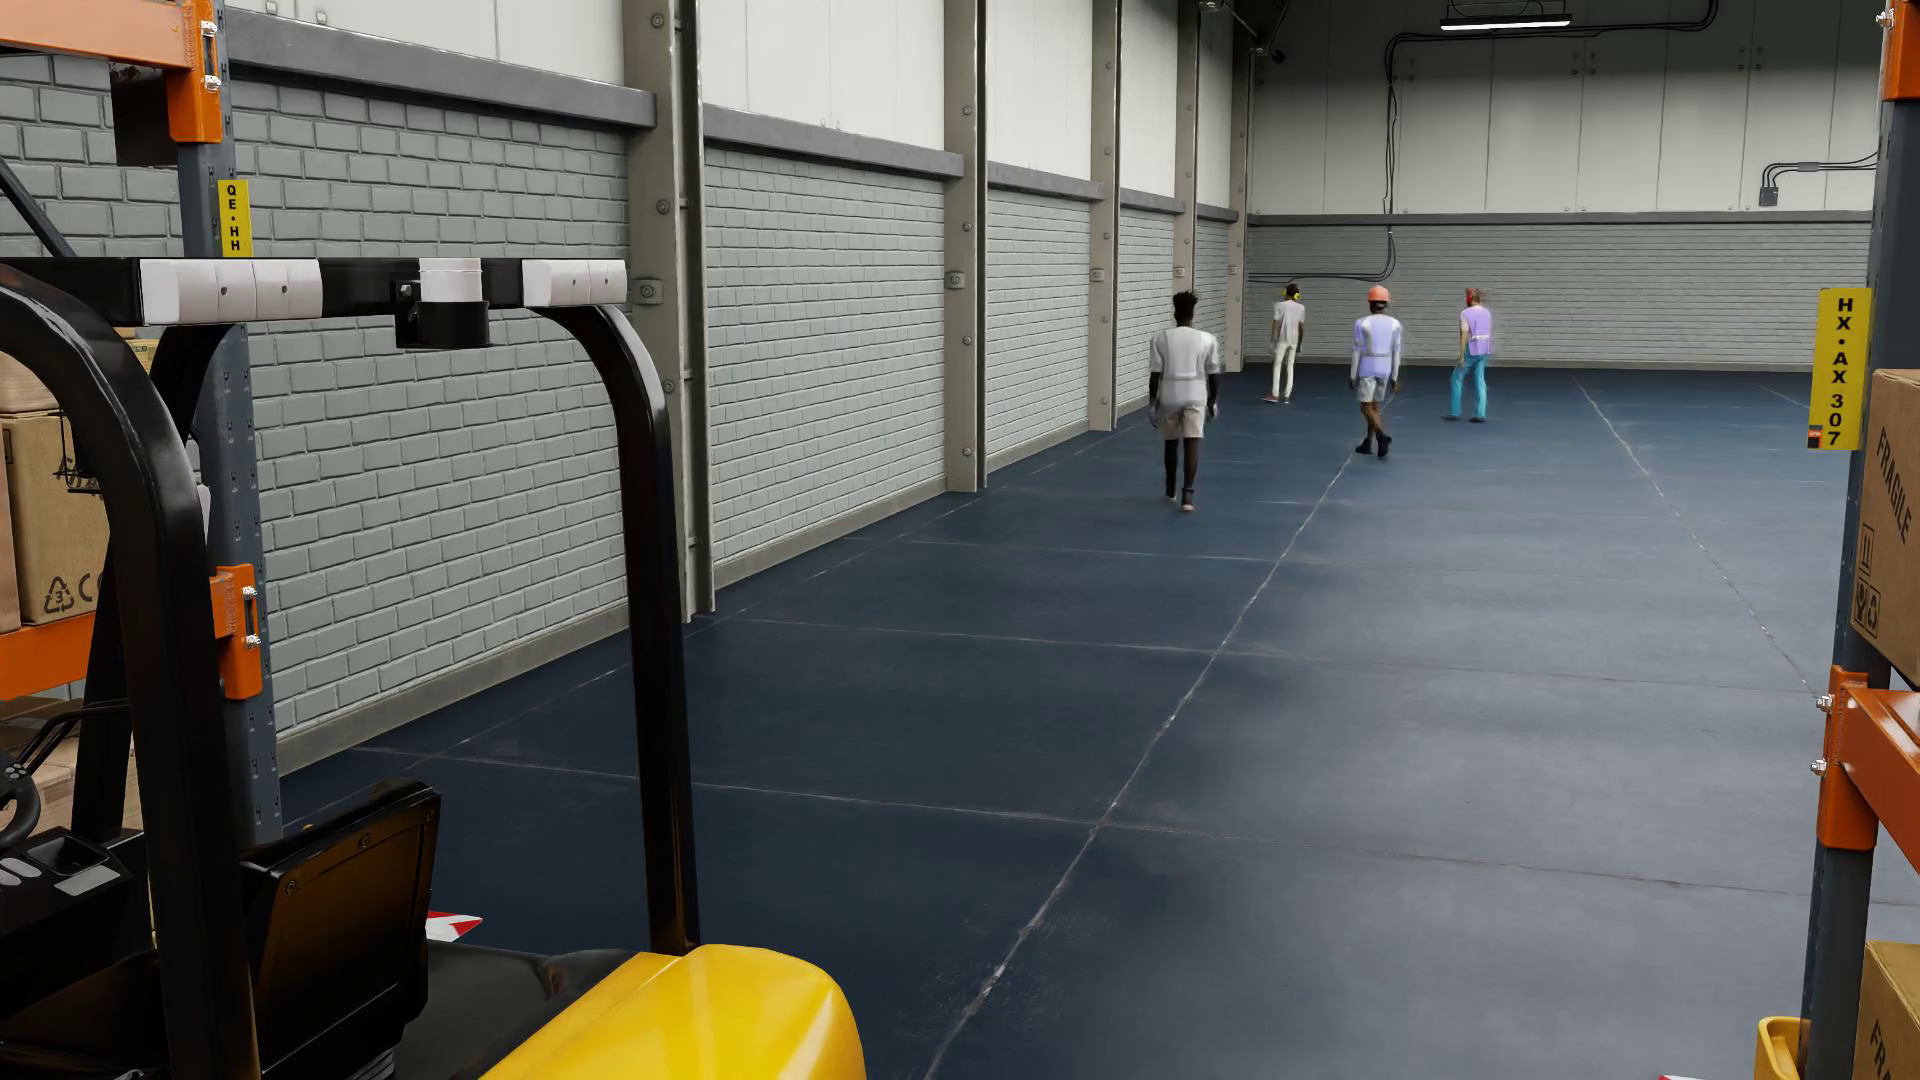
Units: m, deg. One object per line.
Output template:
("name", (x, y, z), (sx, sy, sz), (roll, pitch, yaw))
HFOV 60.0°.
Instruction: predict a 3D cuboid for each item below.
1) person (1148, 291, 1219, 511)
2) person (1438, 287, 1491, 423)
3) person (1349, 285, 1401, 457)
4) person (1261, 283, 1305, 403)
("person", (1.975, -1.234, 14.693), (0.619, 1.909, 1.023), (1, 10, 6))
("person", (6.826, -2.493, 22.445), (0.586, 1.816, 0.773), (-6, 11, -31))
("person", (4.627, -1.867, 18.455), (0.551, 1.910, 0.845), (-2, 10, -12))
("person", (4.990, -3.008, 25.485), (0.618, 1.828, 0.467), (-2, 10, -9))
